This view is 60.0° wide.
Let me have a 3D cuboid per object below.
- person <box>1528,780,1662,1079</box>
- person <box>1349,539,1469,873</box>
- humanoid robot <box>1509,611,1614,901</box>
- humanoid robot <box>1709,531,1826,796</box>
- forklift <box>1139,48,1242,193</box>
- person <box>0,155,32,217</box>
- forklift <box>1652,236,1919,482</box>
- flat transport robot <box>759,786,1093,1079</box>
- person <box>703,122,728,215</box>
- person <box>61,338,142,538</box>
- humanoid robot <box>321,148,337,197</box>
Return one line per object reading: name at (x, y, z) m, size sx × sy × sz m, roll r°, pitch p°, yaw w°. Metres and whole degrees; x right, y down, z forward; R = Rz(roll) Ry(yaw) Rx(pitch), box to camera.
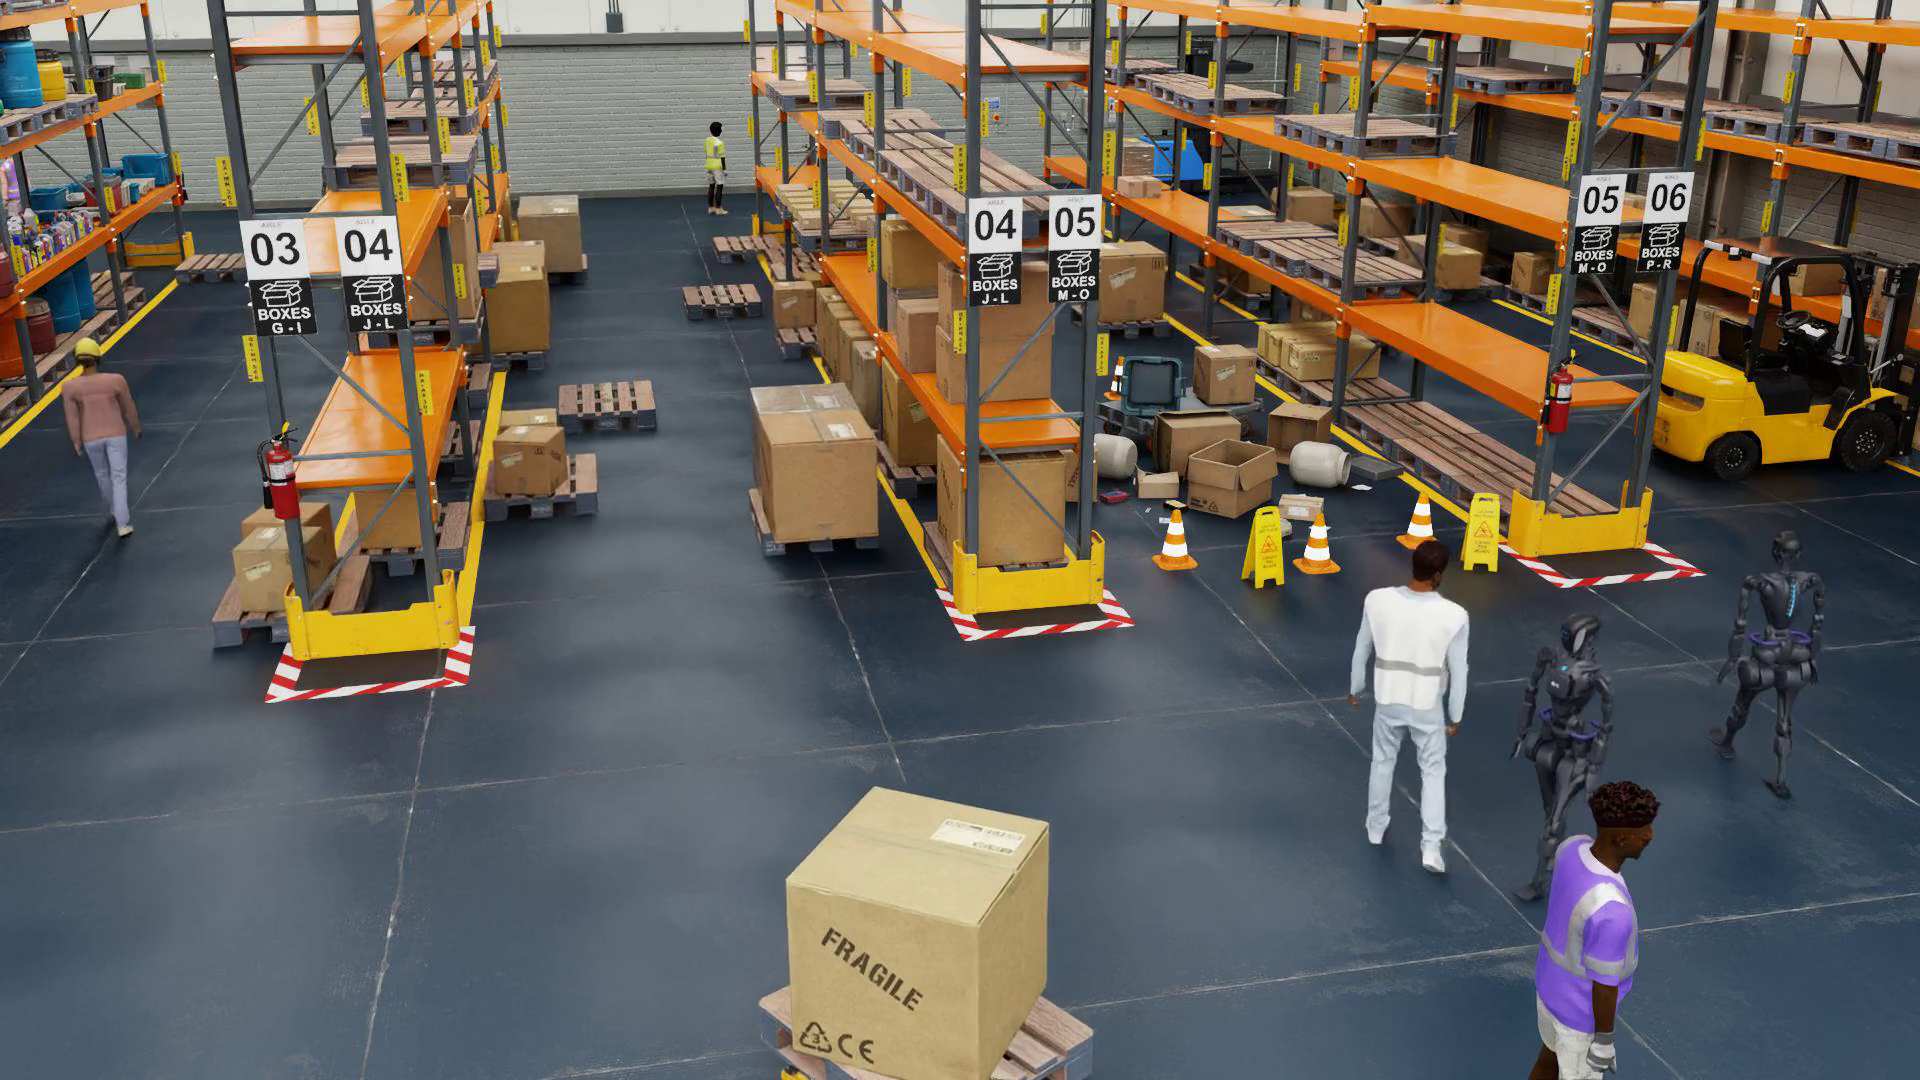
person at (2.545, 1.857, 6.789) m, size 0.370 × 1.958 × 0.596 m, roll 1°, pitch 20°, yaw 2°
person at (2.500, 0.920, 9.374) m, size 0.716 × 1.915 × 0.616 m, roll 11°, pitch 23°, yaw 26°
humanoid robot at (3.261, 1.151, 9.113) m, size 0.693 × 1.629 × 0.609 m, roll -12°, pitch 24°, yaw -30°
humanoid robot at (5.039, 0.712, 10.321) m, size 0.612 × 1.623 × 0.766 m, roll -1°, pitch 20°, yaw -2°
forklift at (4.566, -8.313, 32.860) m, size 1.873 × 2.768 × 1.129 m, roll -4°, pitch 21°, yaw -12°
person at (-15.370, -5.565, 27.153) m, size 0.352 × 1.688 × 0.489 m, roll 11°, pitch 23°, yaw 27°
forklift at (8.013, -1.814, 16.330) m, size 2.313 × 2.155 × 1.214 m, roll -4°, pitch 21°, yaw -12°
flat transport robot at (-0.149, 2.440, 7.633) m, size 1.431 × 0.231 × 0.659 m, roll -17°, pitch 26°, yaw -39°
person at (-4.475, -6.816, 30.517) m, size 0.537 × 1.685 × 0.327 m, roll 18°, pitch 27°, yaw 39°
person at (-7.501, -0.927, 14.610) m, size 0.541 × 1.722 × 0.910 m, roll -6°, pitch 21°, yaw -16°
humanoid robot at (-10.222, -5.623, 27.342) m, size 0.584 × 1.642 × 0.608 m, roll 7°, pitch 21°, yaw 17°
